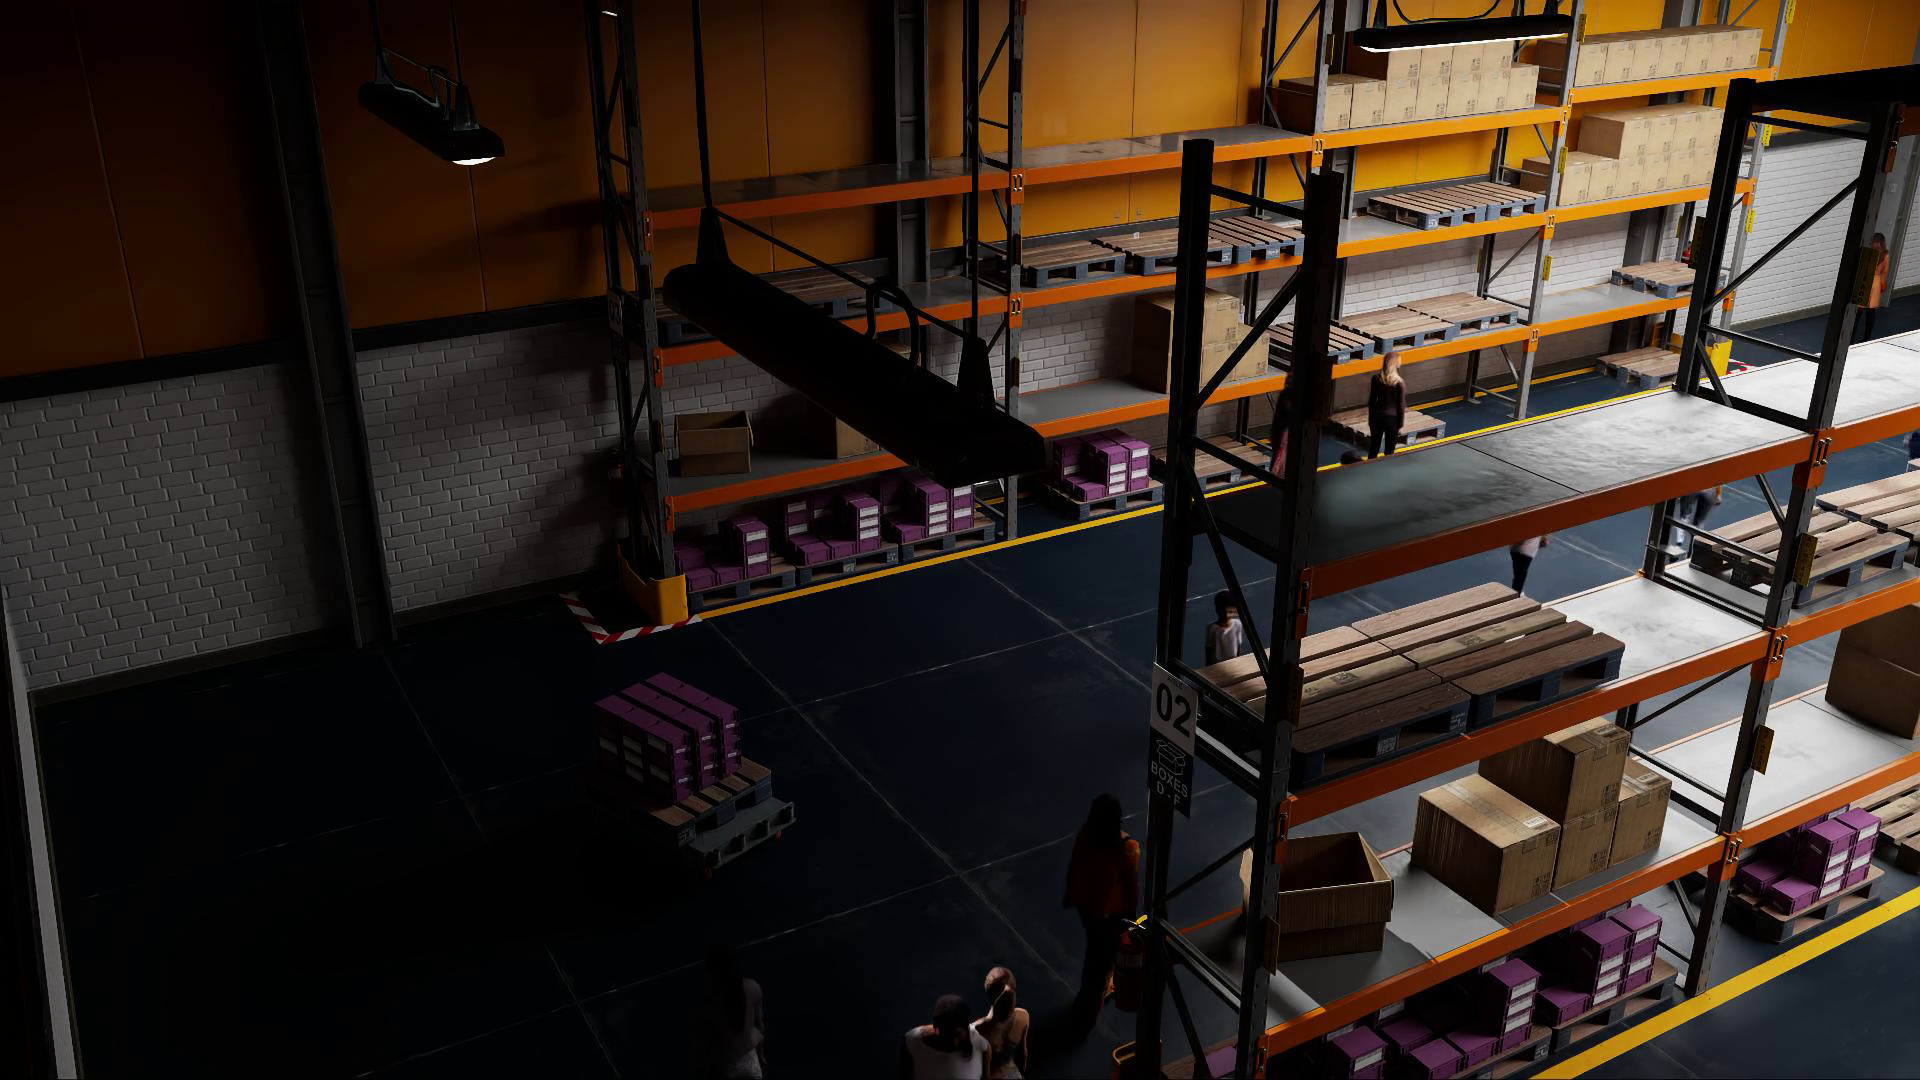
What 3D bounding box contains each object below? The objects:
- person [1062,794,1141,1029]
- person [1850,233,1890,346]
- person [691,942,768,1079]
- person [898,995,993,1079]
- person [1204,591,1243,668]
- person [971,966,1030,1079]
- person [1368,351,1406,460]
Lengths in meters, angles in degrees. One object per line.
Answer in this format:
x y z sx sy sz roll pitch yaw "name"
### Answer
1.007 2.377 11.048 1.008 1.645 0.806 -20 31 -39 "person"
13.650 -3.767 25.004 0.772 1.724 0.823 7 25 16 "person"
-1.253 3.072 9.460 1.069 1.644 0.787 -17 29 -34 "person"
-0.069 3.161 9.230 1.002 1.665 1.006 1 24 2 "person"
2.309 1.025 14.624 0.530 1.258 0.615 -2 24 -4 "person"
0.233 3.146 9.233 0.649 1.690 0.632 -12 26 -26 "person"
5.004 -1.390 19.595 0.656 1.703 0.606 21 31 39 "person"
